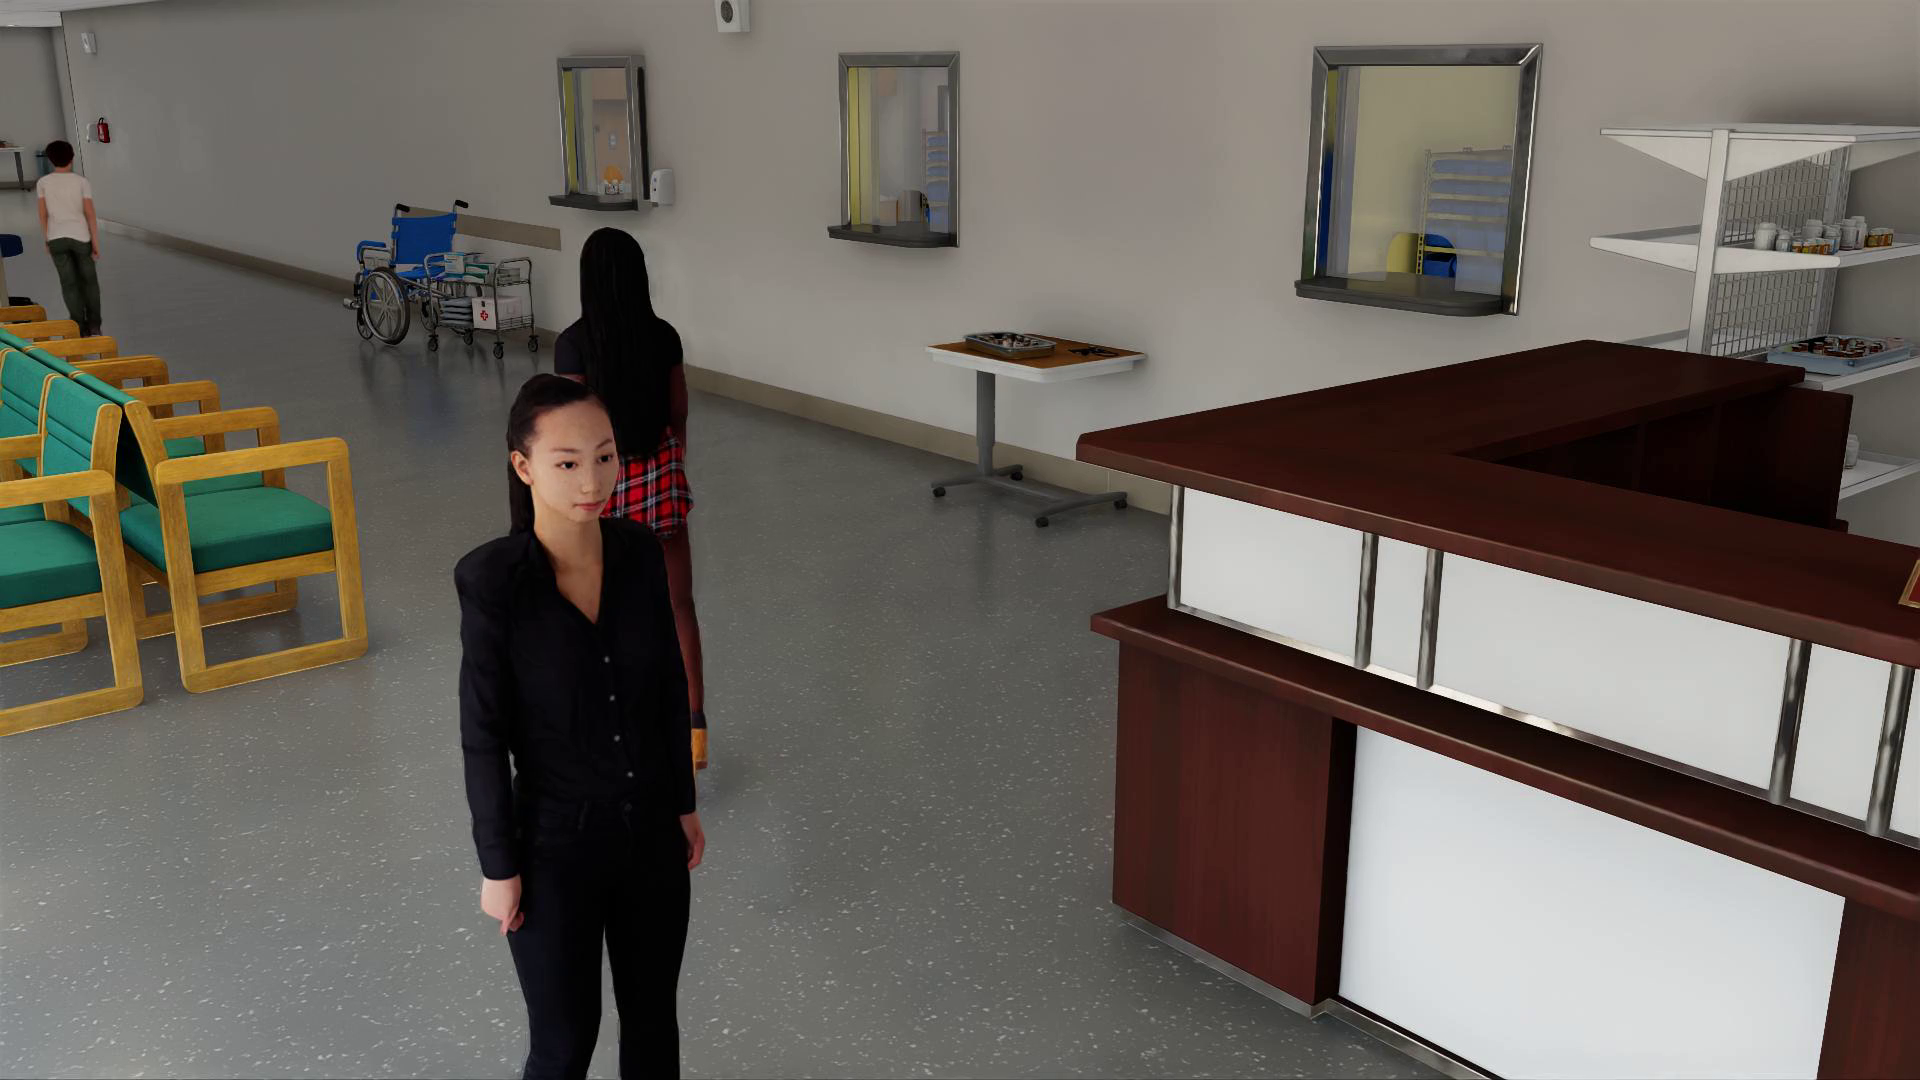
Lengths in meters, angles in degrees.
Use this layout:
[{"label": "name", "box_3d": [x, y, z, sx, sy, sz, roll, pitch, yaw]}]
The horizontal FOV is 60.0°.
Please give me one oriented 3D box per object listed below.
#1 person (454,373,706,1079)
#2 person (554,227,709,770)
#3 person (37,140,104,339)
[{"label": "person", "box_3d": [-0.651, 0.549, 2.926, 0.437, 1.710, 0.647, -15, 21, -42]}, {"label": "person", "box_3d": [-0.988, -0.072, 5.199, 1.168, 1.672, 0.751, -10, 19, -33]}, {"label": "person", "box_3d": [-7.163, -2.359, 13.389, 0.834, 1.630, 0.726, -8, 18, -27]}]
